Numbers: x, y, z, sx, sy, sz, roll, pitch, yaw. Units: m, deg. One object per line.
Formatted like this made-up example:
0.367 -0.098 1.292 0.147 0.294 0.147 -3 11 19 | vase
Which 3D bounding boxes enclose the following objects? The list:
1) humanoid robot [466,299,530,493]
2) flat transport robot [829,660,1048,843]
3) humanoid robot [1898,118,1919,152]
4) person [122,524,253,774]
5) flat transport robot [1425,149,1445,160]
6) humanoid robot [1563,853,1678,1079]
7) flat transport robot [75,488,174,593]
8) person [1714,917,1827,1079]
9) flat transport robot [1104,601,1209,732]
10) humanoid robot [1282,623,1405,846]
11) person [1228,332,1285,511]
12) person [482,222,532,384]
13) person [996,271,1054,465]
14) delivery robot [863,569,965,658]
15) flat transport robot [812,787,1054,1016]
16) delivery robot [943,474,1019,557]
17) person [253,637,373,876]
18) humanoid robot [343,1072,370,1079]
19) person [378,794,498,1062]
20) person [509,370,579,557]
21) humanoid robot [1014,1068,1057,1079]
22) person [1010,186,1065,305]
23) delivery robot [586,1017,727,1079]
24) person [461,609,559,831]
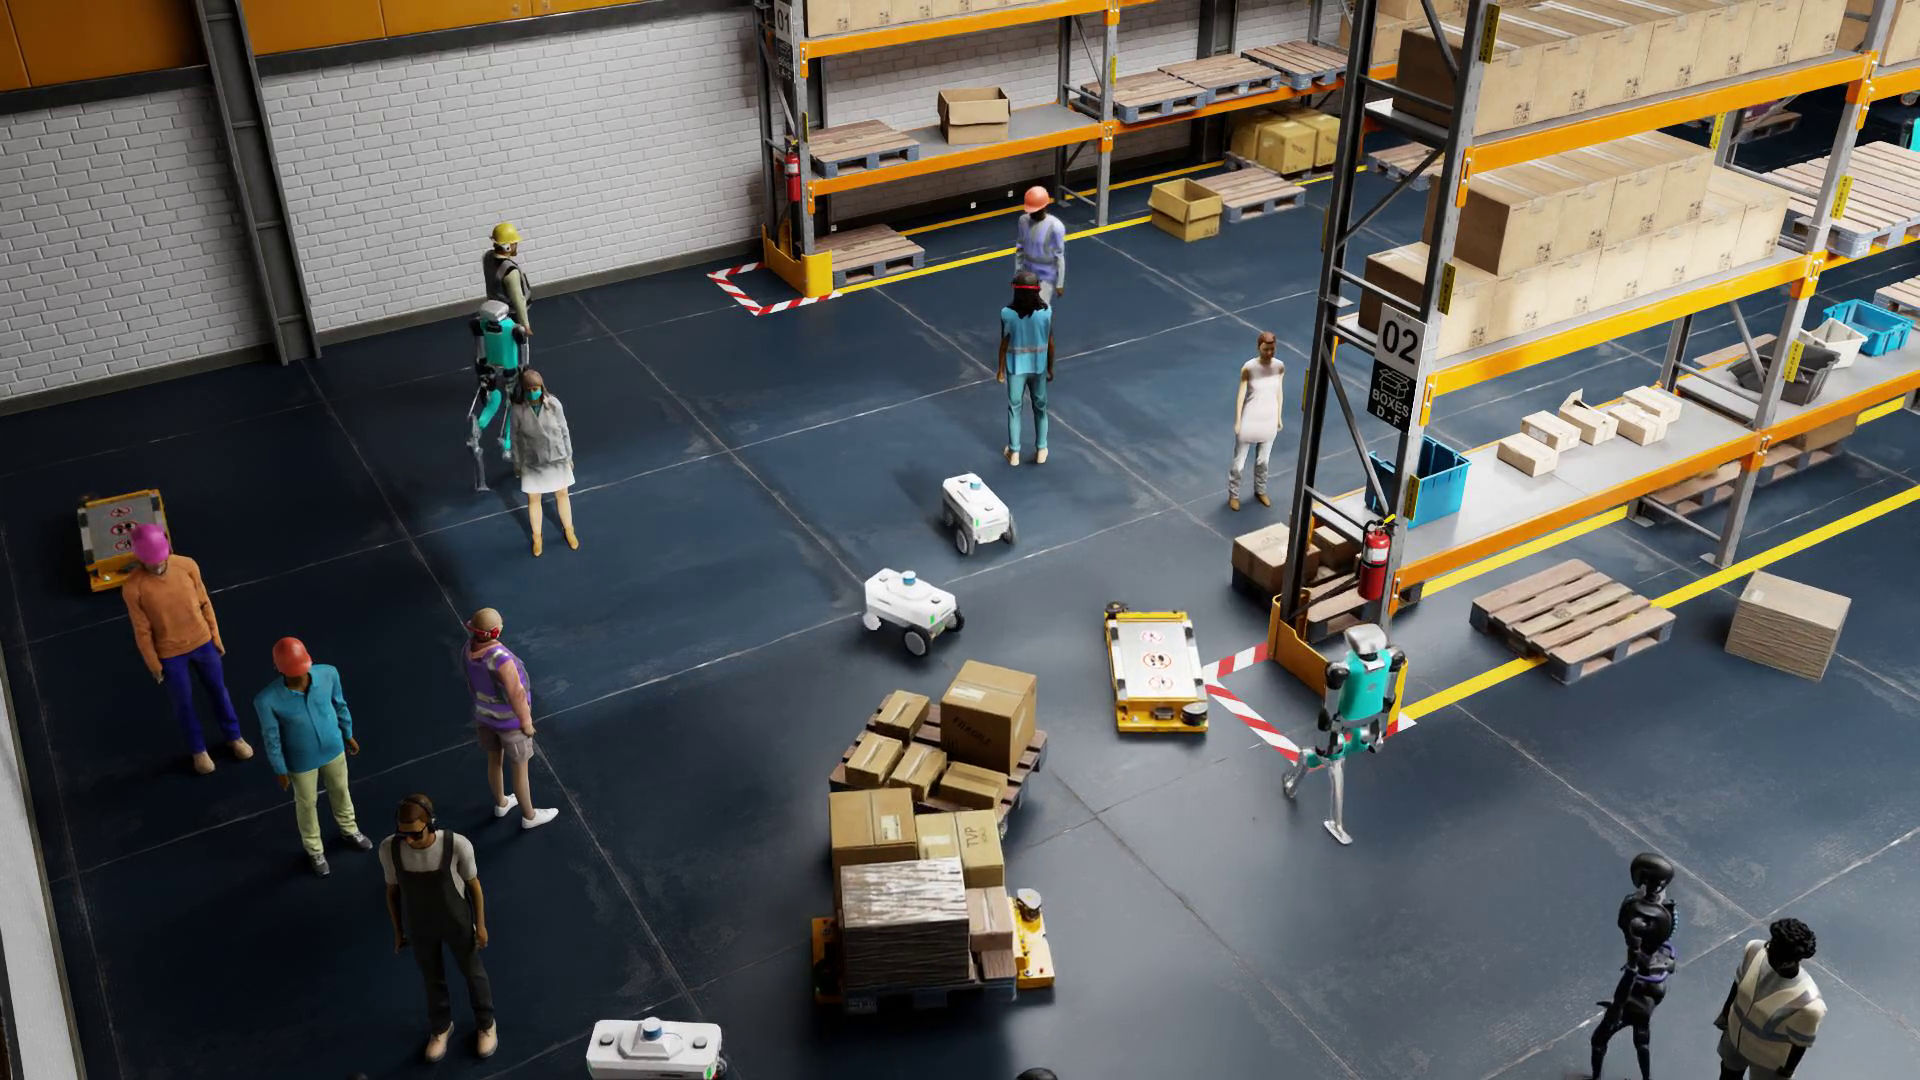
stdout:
-4.125 -1.162 14.597 0.536 1.777 1.011 10 34 16 | humanoid robot
-0.170 1.770 11.260 0.659 0.231 1.431 12 34 18 | flat transport robot
11.176 -4.308 19.568 0.559 1.796 0.673 11 34 16 | humanoid robot
-5.301 0.725 11.331 0.519 1.972 0.405 -26 41 -35 | person
6.819 -4.880 21.866 0.659 0.231 1.431 -19 37 -28 | flat transport robot
3.687 2.390 8.956 0.520 1.636 0.588 19 37 28 | humanoid robot
-7.101 -0.043 14.153 0.659 0.231 1.431 -16 35 -23 | flat transport robot
4.132 2.599 8.601 0.319 1.693 0.535 -9 33 -14 | person
1.468 0.949 12.571 0.659 0.231 1.431 0 32 0 | flat transport robot
2.412 1.192 10.882 0.549 1.858 0.843 -12 34 -18 | humanoid robot
2.582 -1.034 14.421 0.440 1.661 0.285 -7 33 -11 | person
-4.348 -2.210 16.155 0.403 1.818 0.599 -23 39 -32 | person
0.593 -1.539 15.036 0.528 1.866 0.398 -2 32 -3 | person
-0.375 0.531 12.981 0.807 0.609 0.499 21 38 30 | delivery robot
-0.179 2.474 10.138 1.431 0.231 0.659 -3 32 -5 | flat transport robot
0.138 -0.251 14.210 0.499 0.589 0.785 -14 35 -21 | delivery robot
-4.086 1.339 10.550 0.340 1.749 0.567 27 41 36 | person
-2.672 3.056 7.888 0.591 1.640 0.414 -3 32 -5 | humanoid robot
-2.879 2.136 9.194 0.513 1.845 0.339 -2 32 -4 | person
-3.454 -0.638 13.790 0.495 1.659 0.335 -11 34 -16 | person
0.326 3.077 7.854 0.487 1.643 0.602 -16 35 -23 | humanoid robot
0.763 -2.652 16.758 0.589 1.915 0.441 24 40 33 | person
-1.714 2.894 9.217 0.791 0.614 0.499 1 32 2 | delivery robot
-2.993 1.168 10.879 0.479 1.693 0.348 19 37 28 | person
